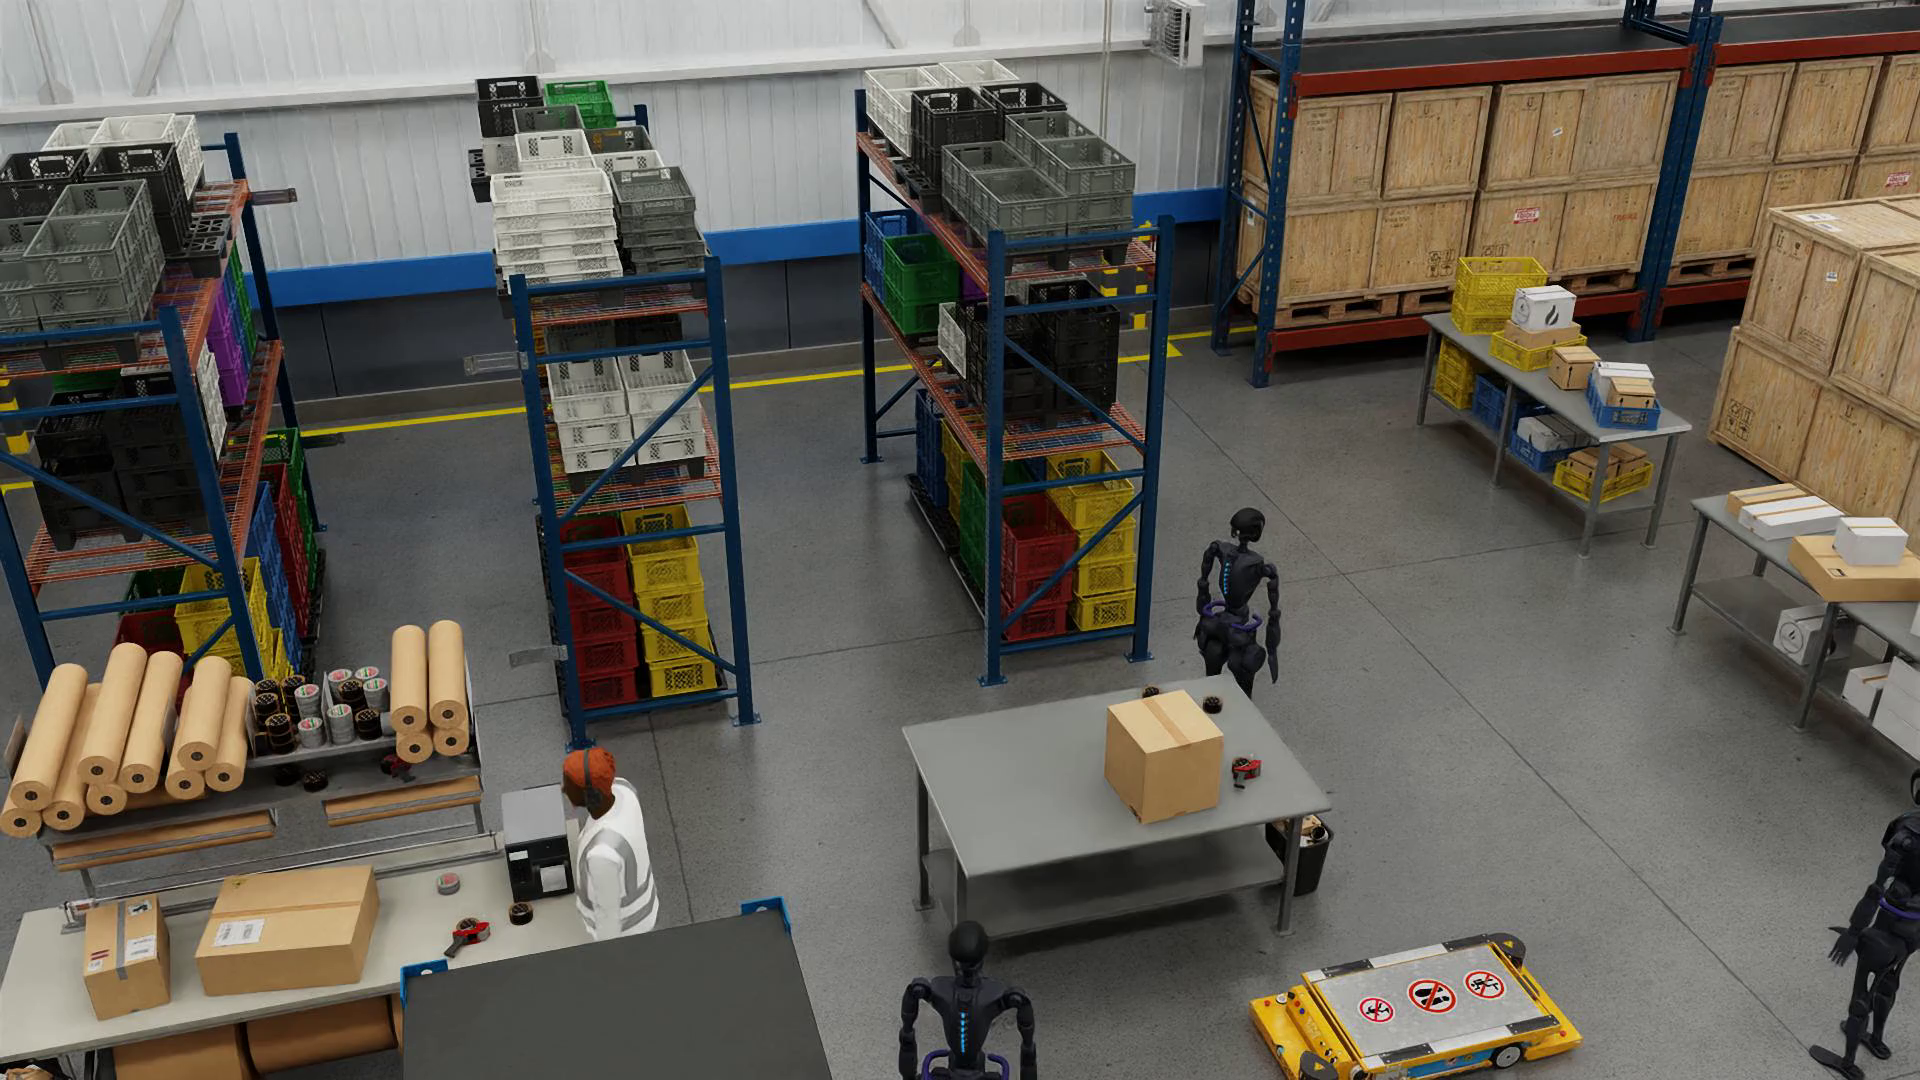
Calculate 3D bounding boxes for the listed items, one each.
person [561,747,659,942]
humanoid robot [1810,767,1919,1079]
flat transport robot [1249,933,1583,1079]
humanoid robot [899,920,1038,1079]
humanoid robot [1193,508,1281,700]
[{"bbox_3d":[-1.517,1.697,7.408,0.339,1.876,0.573,-1,29,-1],"label":"person"},{"bbox_3d":[4.236,1.722,7.564,0.555,1.652,0.326,-18,34,-29],"label":"humanoid robot"},{"bbox_3d":[2.184,2.282,7.980,1.431,0.197,0.652,-8,30,-14],"label":"flat transport robot"},{"bbox_3d":[0.029,2.213,6.669,0.573,1.652,0.328,3,29,6],"label":"humanoid robot"},{"bbox_3d":[1.592,0.560,9.666,0.612,1.657,0.317,25,38,38],"label":"humanoid robot"}]
